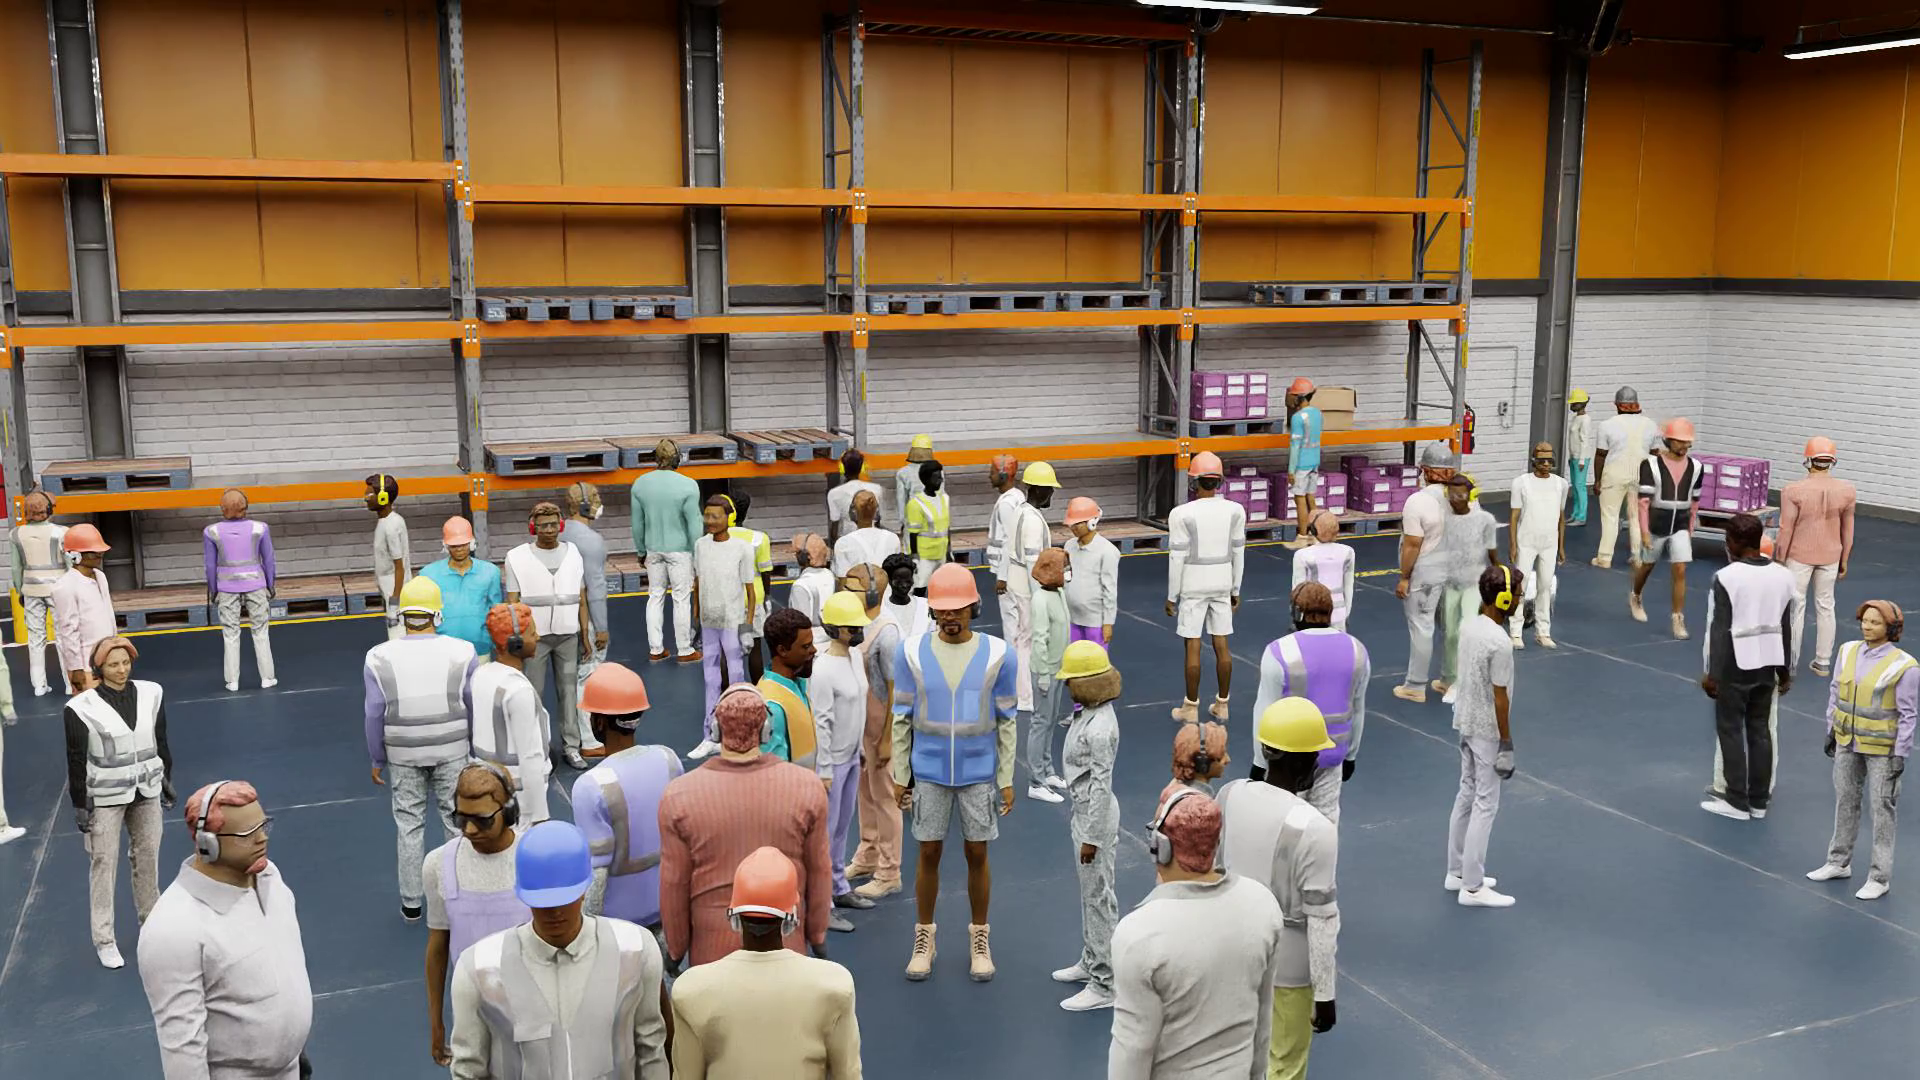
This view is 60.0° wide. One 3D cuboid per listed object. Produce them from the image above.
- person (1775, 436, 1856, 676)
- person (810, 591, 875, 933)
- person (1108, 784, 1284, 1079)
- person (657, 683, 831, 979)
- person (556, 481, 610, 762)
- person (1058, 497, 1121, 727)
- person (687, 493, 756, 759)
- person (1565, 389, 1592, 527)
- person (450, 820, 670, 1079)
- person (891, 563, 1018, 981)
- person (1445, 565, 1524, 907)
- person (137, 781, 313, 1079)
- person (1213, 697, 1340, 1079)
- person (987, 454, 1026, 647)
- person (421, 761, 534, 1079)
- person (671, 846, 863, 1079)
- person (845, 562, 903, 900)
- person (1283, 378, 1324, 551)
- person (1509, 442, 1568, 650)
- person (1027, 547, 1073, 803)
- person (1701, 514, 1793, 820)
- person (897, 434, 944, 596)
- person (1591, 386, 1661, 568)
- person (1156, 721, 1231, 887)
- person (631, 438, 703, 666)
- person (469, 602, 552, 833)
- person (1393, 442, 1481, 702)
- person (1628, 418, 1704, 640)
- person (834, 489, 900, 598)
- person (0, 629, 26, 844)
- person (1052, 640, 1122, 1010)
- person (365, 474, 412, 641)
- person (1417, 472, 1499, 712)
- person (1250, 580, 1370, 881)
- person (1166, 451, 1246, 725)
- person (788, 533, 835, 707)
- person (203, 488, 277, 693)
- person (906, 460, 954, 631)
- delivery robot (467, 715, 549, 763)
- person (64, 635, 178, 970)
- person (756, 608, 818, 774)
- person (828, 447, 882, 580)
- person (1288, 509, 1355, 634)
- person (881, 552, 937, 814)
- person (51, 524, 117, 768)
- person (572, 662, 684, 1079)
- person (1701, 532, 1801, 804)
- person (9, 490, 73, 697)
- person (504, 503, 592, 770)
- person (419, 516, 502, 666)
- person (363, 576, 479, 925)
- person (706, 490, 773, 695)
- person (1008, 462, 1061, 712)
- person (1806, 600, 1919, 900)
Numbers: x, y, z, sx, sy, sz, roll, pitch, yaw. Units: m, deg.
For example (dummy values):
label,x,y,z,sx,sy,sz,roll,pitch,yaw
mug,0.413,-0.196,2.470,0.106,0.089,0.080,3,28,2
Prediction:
label,x,y,z,sx,sy,sz,roll,pitch,yaw
person,7.034,0.140,13.738,0.622,1.994,0.381,0,10,1
person,-0.611,1.132,8.678,0.329,1.769,0.526,3,10,19
person,0.676,1.683,5.107,0.652,1.906,0.402,-7,12,-35
person,-0.808,1.478,6.287,0.643,1.908,0.399,-2,10,-12
person,-2.608,0.556,11.506,0.379,1.940,0.629,-7,12,-37
person,0.913,0.545,12.140,0.349,1.739,0.573,-7,12,-36
person,-1.637,0.603,11.421,0.521,1.876,0.328,5,11,25
person,7.889,-1.048,21.276,0.341,1.761,0.527,1,10,6
person,-1.125,1.724,4.748,0.613,1.945,0.406,-4,10,-20
person,-0.027,1.114,7.991,0.608,2.044,0.377,0,10,2
person,2.827,1.046,8.930,0.341,1.857,0.521,-1,10,-8
person,-2.214,1.671,5.174,0.408,1.909,0.638,1,10,4
person,1.156,1.508,6.048,0.386,1.926,0.591,-6,12,-32
person,0.385,0.239,13.491,0.354,1.881,0.576,2,10,9
person,-1.556,1.626,5.654,0.516,1.835,0.358,0,10,1
person,-0.577,1.774,5.014,0.572,1.750,0.330,-1,10,-7
person,-0.490,1.027,9.055,0.344,1.847,0.507,-5,11,-27
person,4.014,-0.883,19.535,0.403,2.037,0.610,8,13,39
person,5.095,0.053,14.673,0.506,1.846,0.345,-1,10,-3
person,0.588,0.848,10.695,0.279,1.634,0.498,3,10,18
person,4.897,0.787,10.318,0.636,1.895,0.429,-4,10,-20
person,-0.370,-0.170,16.273,0.484,1.737,0.305,2,10,14
person,7.382,-0.716,18.536,0.701,2.000,0.535,-1,10,-5
person,0.949,1.533,6.735,0.309,1.641,0.515,-1,10,-6
person,-2.463,0.105,14.100,0.635,1.938,0.354,3,10,18
person,-2.089,1.223,7.823,0.358,1.883,0.572,-7,12,-37
person,3.677,0.240,13.029,0.676,2.000,0.536,-4,11,-23
person,6.514,-0.147,15.383,0.606,2.010,0.993,1,10,4
person,-0.658,0.557,11.765,0.506,1.845,0.342,-6,11,-29
person,-5.856,1.000,9.857,0.506,1.628,0.278,2,10,11
person,0.590,1.311,7.732,0.304,1.739,0.485,0,10,-1
person,-4.249,0.433,12.408,0.335,1.873,0.521,-4,11,-21
person,3.825,0.397,12.717,0.602,1.832,0.749,6,11,30
person,1.791,1.116,8.606,0.642,1.830,0.429,-4,11,-21
person,1.801,0.362,12.323,0.605,2.044,0.374,-3,10,-17
person,-0.990,0.762,11.180,0.307,1.639,0.525,3,10,19
person,-5.722,0.399,13.258,0.514,1.645,0.307,-4,11,-20
person,-0.269,0.135,14.644,0.319,1.694,0.537,7,12,37
delivery robot,-3.110,1.280,11.047,0.707,0.478,0.477,-6,11,-30
person,-4.138,1.273,8.233,0.307,1.639,0.525,6,12,32
person,-0.799,1.249,7.571,0.380,1.918,0.596,0,10,-2
person,-0.881,0.125,14.277,0.504,1.840,0.751,-2,10,-14
person,2.650,0.584,12.190,0.513,1.645,0.307,-4,10,-20
person,-0.366,0.907,10.175,0.542,1.695,0.316,-5,11,-27
person,-5.663,0.759,10.868,0.330,1.751,0.565,-1,10,-5
person,-1.317,1.428,6.482,0.356,1.937,0.552,5,11,29
person,5.011,0.808,10.581,0.561,1.753,0.330,2,10,12
person,-7.175,0.430,13.088,0.514,1.642,0.310,0,10,-2
person,-2.761,0.655,11.200,0.567,1.846,0.389,-6,11,-30
person,-3.342,0.704,11.177,0.560,1.753,0.328,-4,11,-22
person,-2.783,1.095,8.703,0.599,1.830,0.404,-3,10,-17
person,-1.694,0.469,12.699,0.537,1.695,0.320,0,10,0
person,0.565,0.357,12.714,0.397,1.920,0.586,-1,10,-4
person,4.949,1.125,9.071,0.307,1.645,0.519,-4,11,-21
